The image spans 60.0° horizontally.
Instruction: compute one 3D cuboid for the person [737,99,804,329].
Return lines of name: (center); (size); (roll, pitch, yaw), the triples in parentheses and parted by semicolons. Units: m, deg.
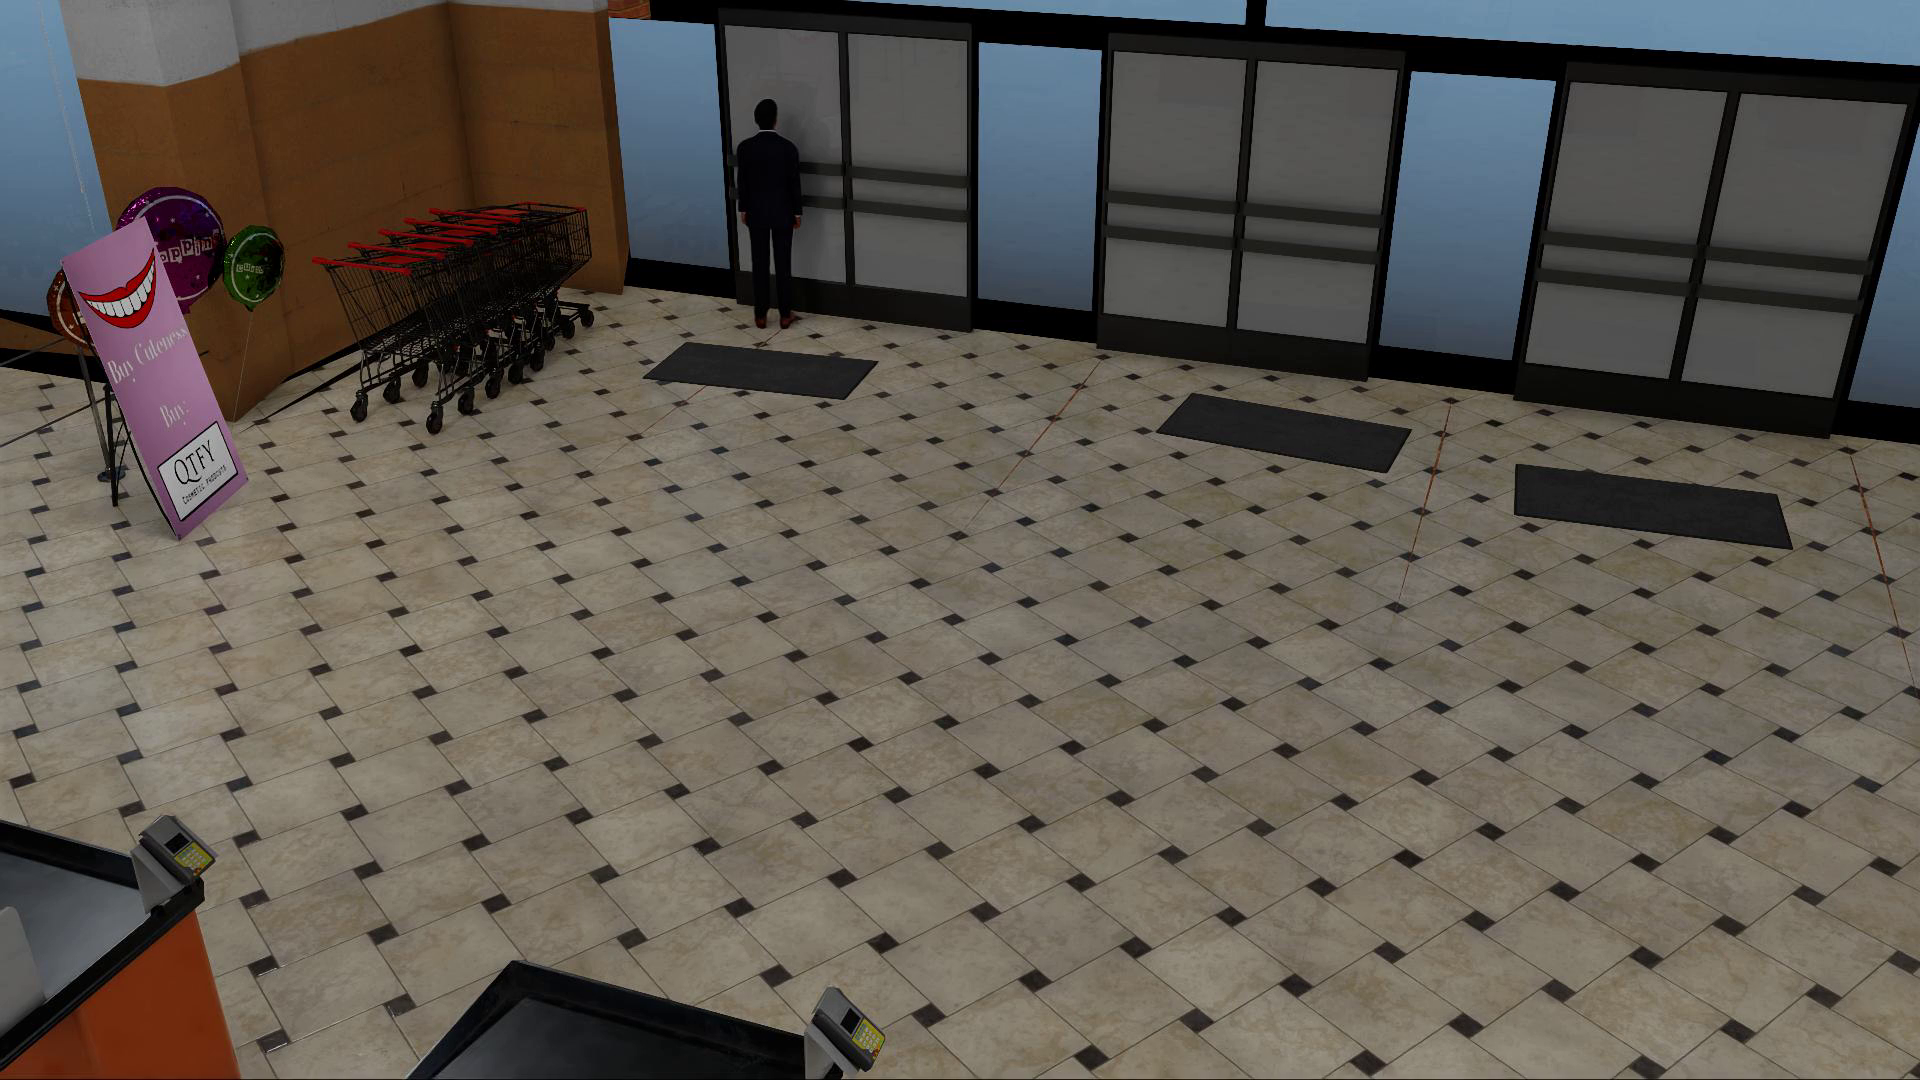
person: (-1.437, -2.450, 12.561); (0.705, 1.725, 0.670); (-1, 27, -1)
